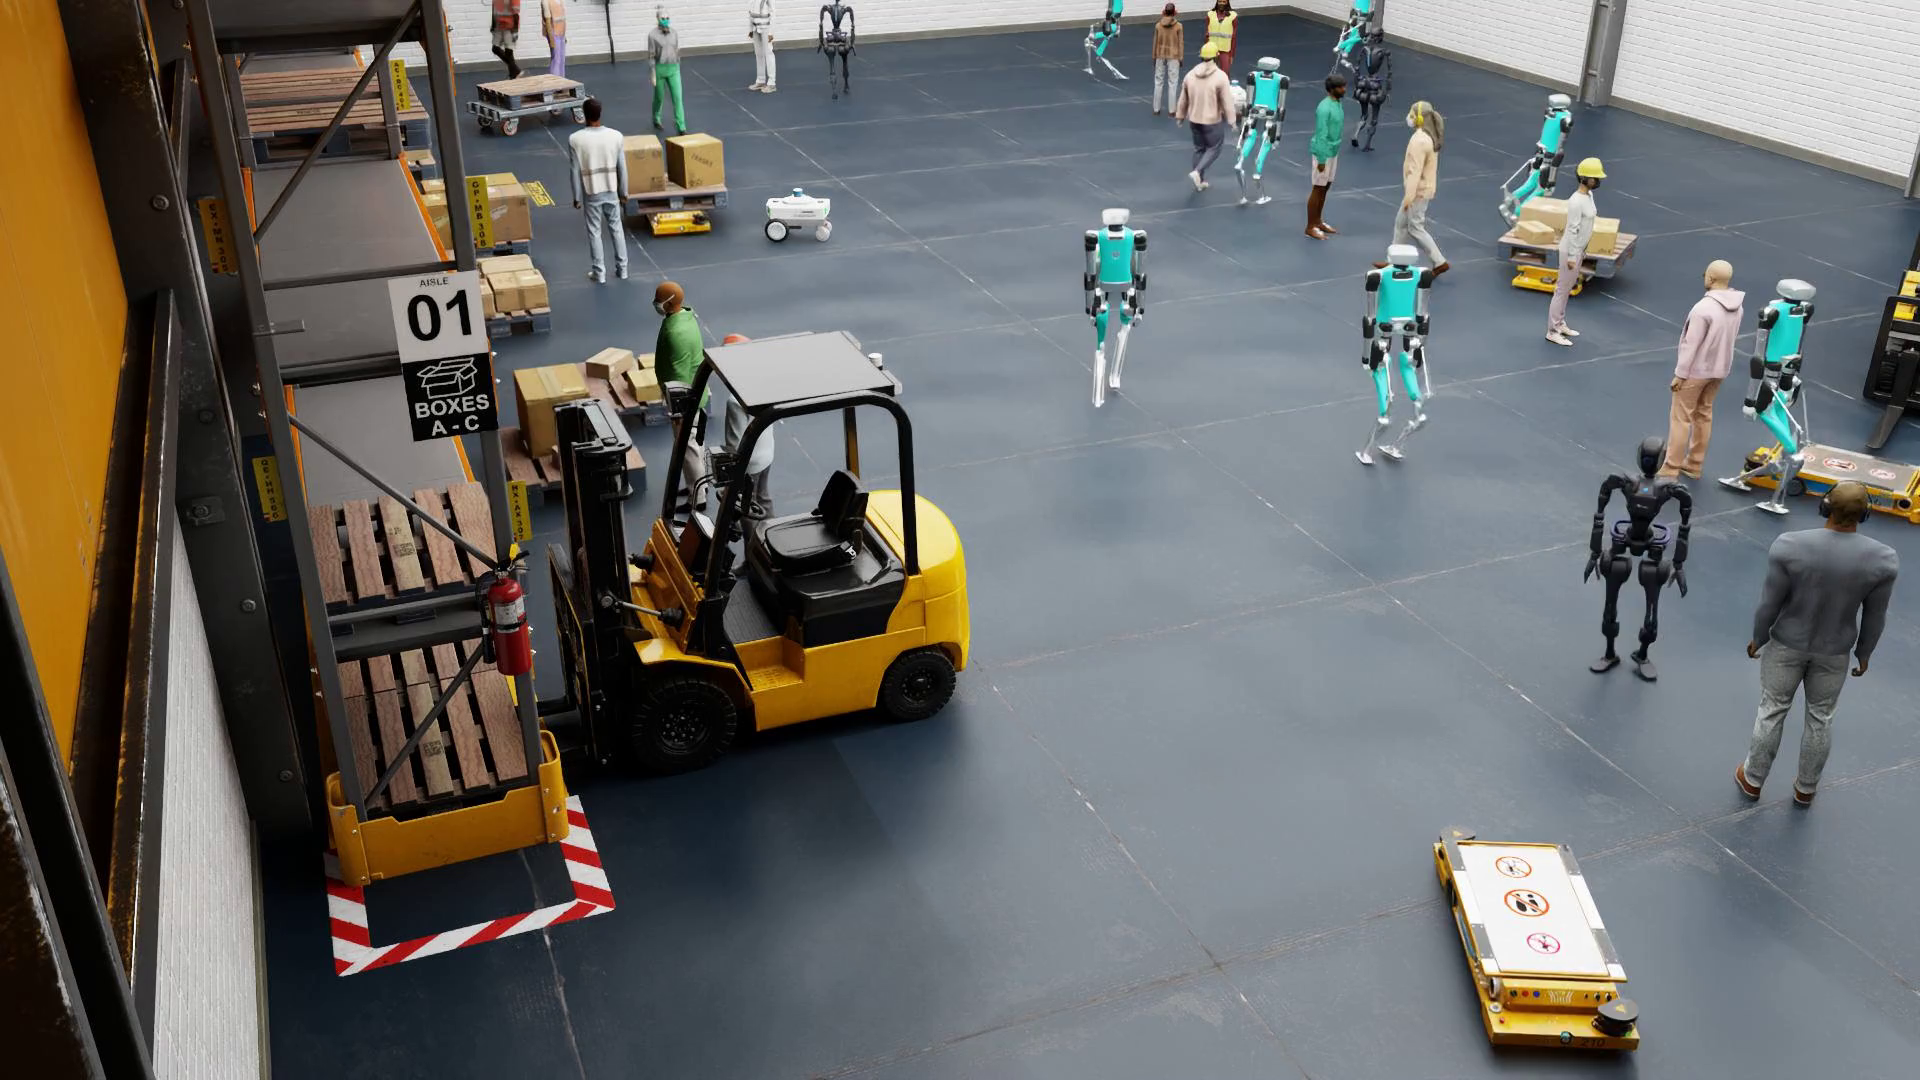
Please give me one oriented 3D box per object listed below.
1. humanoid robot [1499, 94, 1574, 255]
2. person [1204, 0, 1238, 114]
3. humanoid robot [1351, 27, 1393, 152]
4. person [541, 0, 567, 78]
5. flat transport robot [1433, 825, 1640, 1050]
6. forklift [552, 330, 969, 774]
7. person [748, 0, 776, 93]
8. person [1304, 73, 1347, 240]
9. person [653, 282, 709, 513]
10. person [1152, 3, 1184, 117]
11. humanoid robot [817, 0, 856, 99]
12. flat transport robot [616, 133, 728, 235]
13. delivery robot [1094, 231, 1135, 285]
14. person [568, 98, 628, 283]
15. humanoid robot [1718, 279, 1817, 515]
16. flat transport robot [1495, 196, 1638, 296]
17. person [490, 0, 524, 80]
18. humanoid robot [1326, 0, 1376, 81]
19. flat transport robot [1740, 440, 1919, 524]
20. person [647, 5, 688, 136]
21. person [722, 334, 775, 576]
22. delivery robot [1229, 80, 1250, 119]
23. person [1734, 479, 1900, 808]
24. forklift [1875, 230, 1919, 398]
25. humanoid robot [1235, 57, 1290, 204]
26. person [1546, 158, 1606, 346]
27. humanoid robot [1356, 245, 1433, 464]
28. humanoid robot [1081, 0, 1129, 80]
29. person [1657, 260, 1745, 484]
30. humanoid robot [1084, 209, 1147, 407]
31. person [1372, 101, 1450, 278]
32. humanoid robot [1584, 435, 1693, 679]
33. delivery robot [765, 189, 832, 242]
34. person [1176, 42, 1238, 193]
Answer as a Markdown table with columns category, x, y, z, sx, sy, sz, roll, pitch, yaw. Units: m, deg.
| category | x | y | z | sx | sy | sz | roll | pitch | yaw |
| --- | --- | --- | --- | --- | --- | --- | --- | --- | --- |
| humanoid robot | 6.238 | -3.982 | 18.258 | 0.699 | 1.781 | 0.543 | -3 | 27 | -5 |
| person | 3.872 | -7.259 | 24.765 | 0.473 | 1.765 | 0.362 | 8 | 28 | 16 |
| humanoid robot | 5.589 | -6.118 | 22.586 | 0.612 | 1.643 | 0.371 | 23 | 35 | 38 |
| person | -6.244 | -7.767 | 25.681 | 0.376 | 1.843 | 0.571 | 4 | 27 | 7 |
| flat transport robot | 2.795 | 1.921 | 8.166 | 0.659 | 0.231 | 1.431 | 2 | 27 | 3 |
| forklift | -1.094 | 0.010 | 9.831 | 2.313 | 2.155 | 1.214 | -10 | 28 | -20 |
| person | -3.121 | -8.005 | 26.114 | 0.351 | 1.882 | 0.582 | -24 | 35 | -39 |
| person | 4.154 | -4.377 | 18.936 | 0.379 | 1.848 | 0.505 | 15 | 30 | 27 |
| person | -2.074 | -1.075 | 12.450 | 0.385 | 1.776 | 0.546 | -2 | 27 | -4 |
| person | 3.057 | -7.081 | 24.540 | 0.462 | 1.648 | 0.327 | 9 | 28 | 17 |
| humanoid robot | -1.919 | -7.752 | 25.872 | 0.609 | 1.626 | 0.715 | 0 | 27 | 0 |
| flat transport robot | -3.416 | -3.928 | 19.800 | 0.659 | 0.231 | 1.431 | -7 | 28 | -14 |
| delivery robot | 1.613 | -3.022 | 17.699 | 0.499 | 0.612 | 0.789 | 1 | 27 | 3 |
| person | -3.770 | -3.645 | 17.418 | 0.605 | 1.909 | 0.409 | -14 | 30 | -26 |
| humanoid robot | 6.208 | -1.015 | 12.397 | 0.576 | 1.772 | 0.895 | -15 | 30 | -27 |
| flat transport robot | 6.459 | -2.923 | 17.801 | 0.659 | 0.231 | 1.431 | 16 | 31 | 29 |
| person | -7.163 | -8.109 | 26.268 | 0.677 | 1.939 | 0.500 | 19 | 32 | 33 |
| humanoid robot | 6.164 | -8.104 | 26.529 | 1.019 | 1.771 | 0.534 | -12 | 29 | -22 |
| flat transport robot | 6.902 | -0.467 | 12.917 | 1.431 | 0.231 | 0.659 | 18 | 32 | 32 |
| person | -4.182 | -6.646 | 23.510 | 0.539 | 1.796 | 0.935 | -16 | 31 | -28 |
| person | -1.479 | -0.586 | 11.512 | 0.352 | 1.742 | 0.572 | 8 | 28 | 15 |
| delivery robot | 4.022 | -6.473 | 24.554 | 0.499 | 0.603 | 0.803 | -5 | 27 | -10 |
| person | 4.605 | 0.569 | 8.999 | 0.634 | 1.936 | 0.353 | 9 | 28 | 16 |
| forklift | 9.029 | -2.397 | 14.618 | 1.214 | 2.155 | 2.313 | 18 | 32 | 32 |
| humanoid robot | 3.563 | -4.842 | 20.008 | 0.542 | 1.789 | 0.823 | 14 | 30 | 25 |
| person | 5.841 | -2.741 | 15.771 | 0.304 | 1.770 | 0.524 | 15 | 30 | 27 |
| humanoid robot | 3.459 | -1.405 | 13.080 | 0.541 | 1.737 | 0.687 | -2 | 27 | -5 |
| humanoid robot | 2.273 | -8.296 | 26.901 | 1.042 | 1.759 | 0.545 | 13 | 29 | 23 |
| person | 5.752 | -1.284 | 12.865 | 0.542 | 1.773 | 0.408 | -14 | 30 | -26 |
| humanoid robot | 1.340 | -2.056 | 14.477 | 0.545 | 1.793 | 0.854 | 2 | 27 | 4 |
| person | 4.895 | -3.690 | 17.590 | 0.805 | 1.846 | 0.568 | 11 | 29 | 20 |
| humanoid robot | 4.176 | 0.101 | 10.216 | 0.603 | 1.642 | 0.369 | 12 | 29 | 22 |
| delivery robot | -1.867 | -3.720 | 19.085 | 0.813 | 0.609 | 0.499 | 1 | 27 | 1 |
| person | 3.027 | -5.200 | 20.571 | 0.825 | 1.848 | 0.556 | 20 | 33 | 34 |
